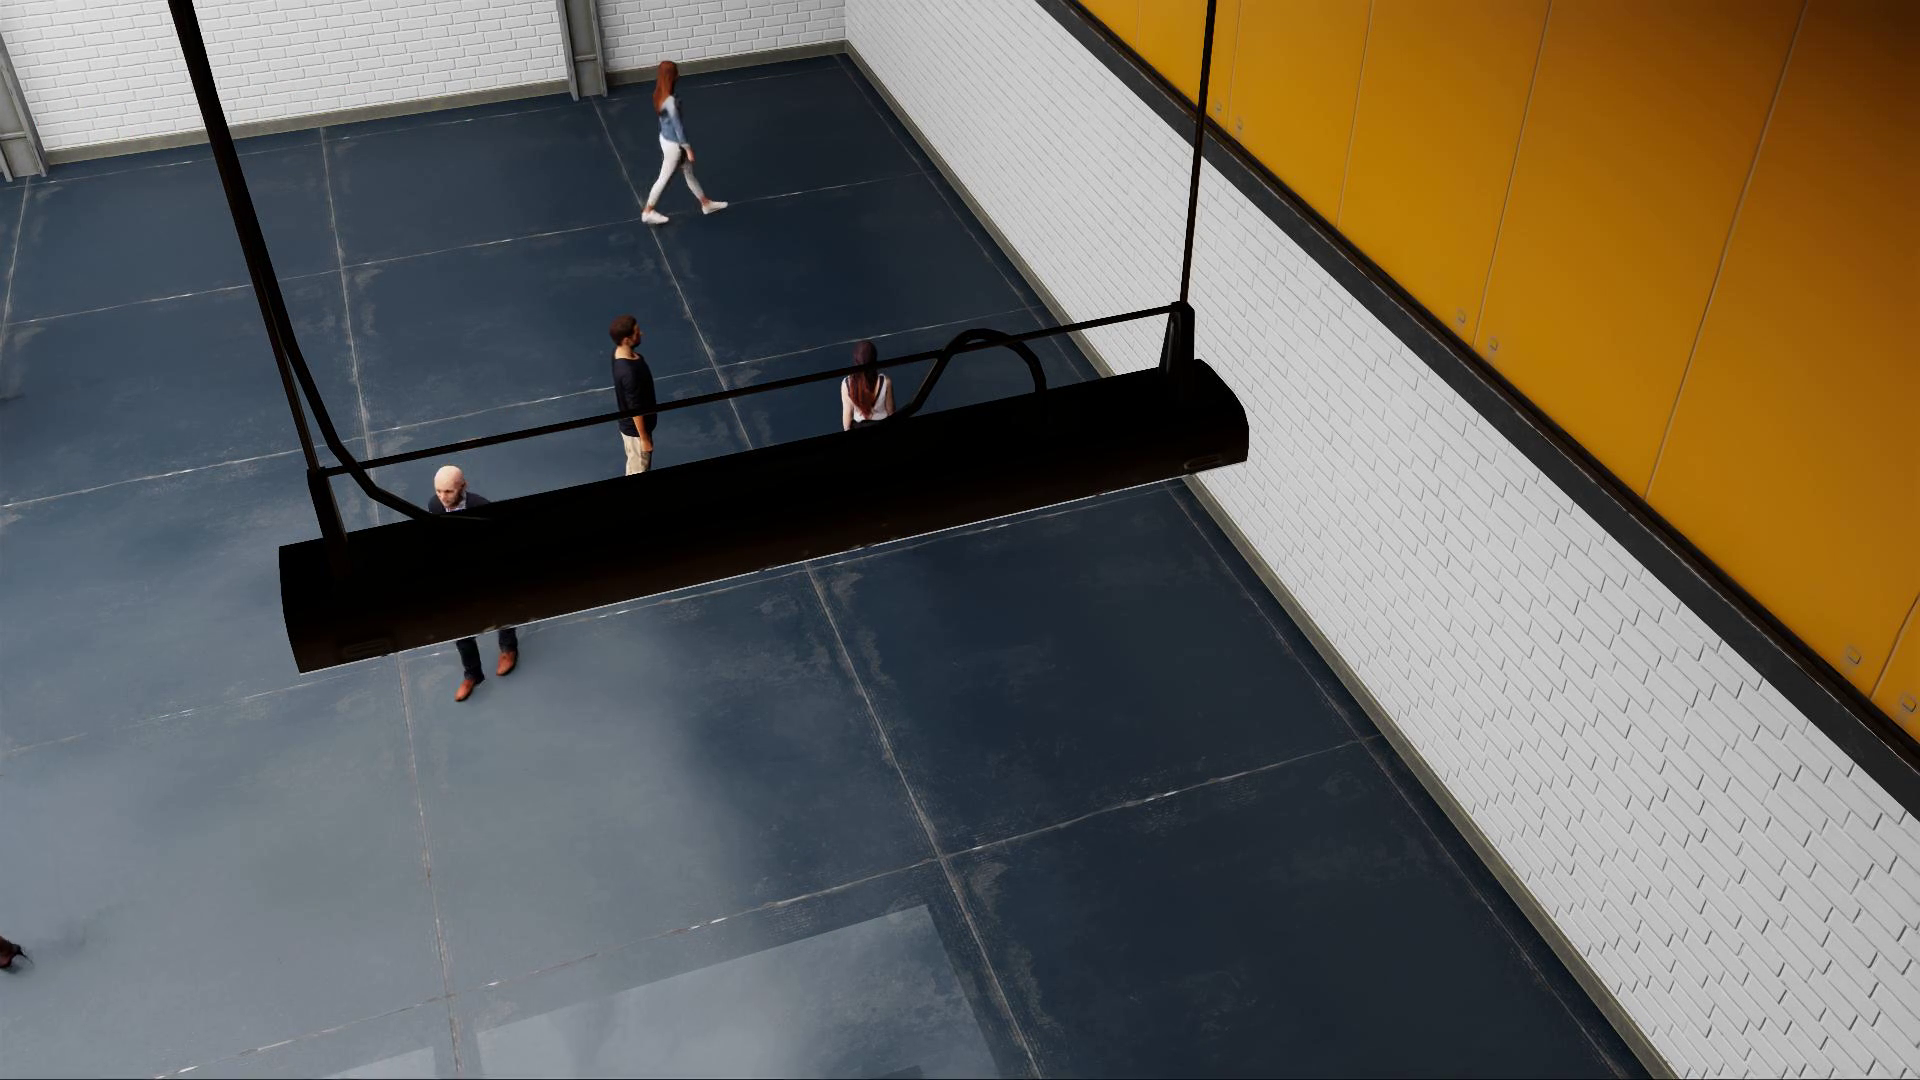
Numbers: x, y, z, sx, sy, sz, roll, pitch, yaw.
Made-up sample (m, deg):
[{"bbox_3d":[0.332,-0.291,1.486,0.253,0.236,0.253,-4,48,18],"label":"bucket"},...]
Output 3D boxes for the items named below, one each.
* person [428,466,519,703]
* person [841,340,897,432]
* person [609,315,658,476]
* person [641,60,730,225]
[{"bbox_3d":[-3.220,0.176,11.211,0.938,1.778,0.962,5,39,6],"label":"person"},{"bbox_3d":[-0.681,-0.772,12.502,0.510,1.647,0.657,-6,39,-7],"label":"person"},{"bbox_3d":[-2.429,-0.857,12.445,0.552,1.852,0.636,-11,40,-13],"label":"person"},{"bbox_3d":[-2.908,-3.857,16.358,1.129,1.656,0.675,-10,40,-13],"label":"person"}]
